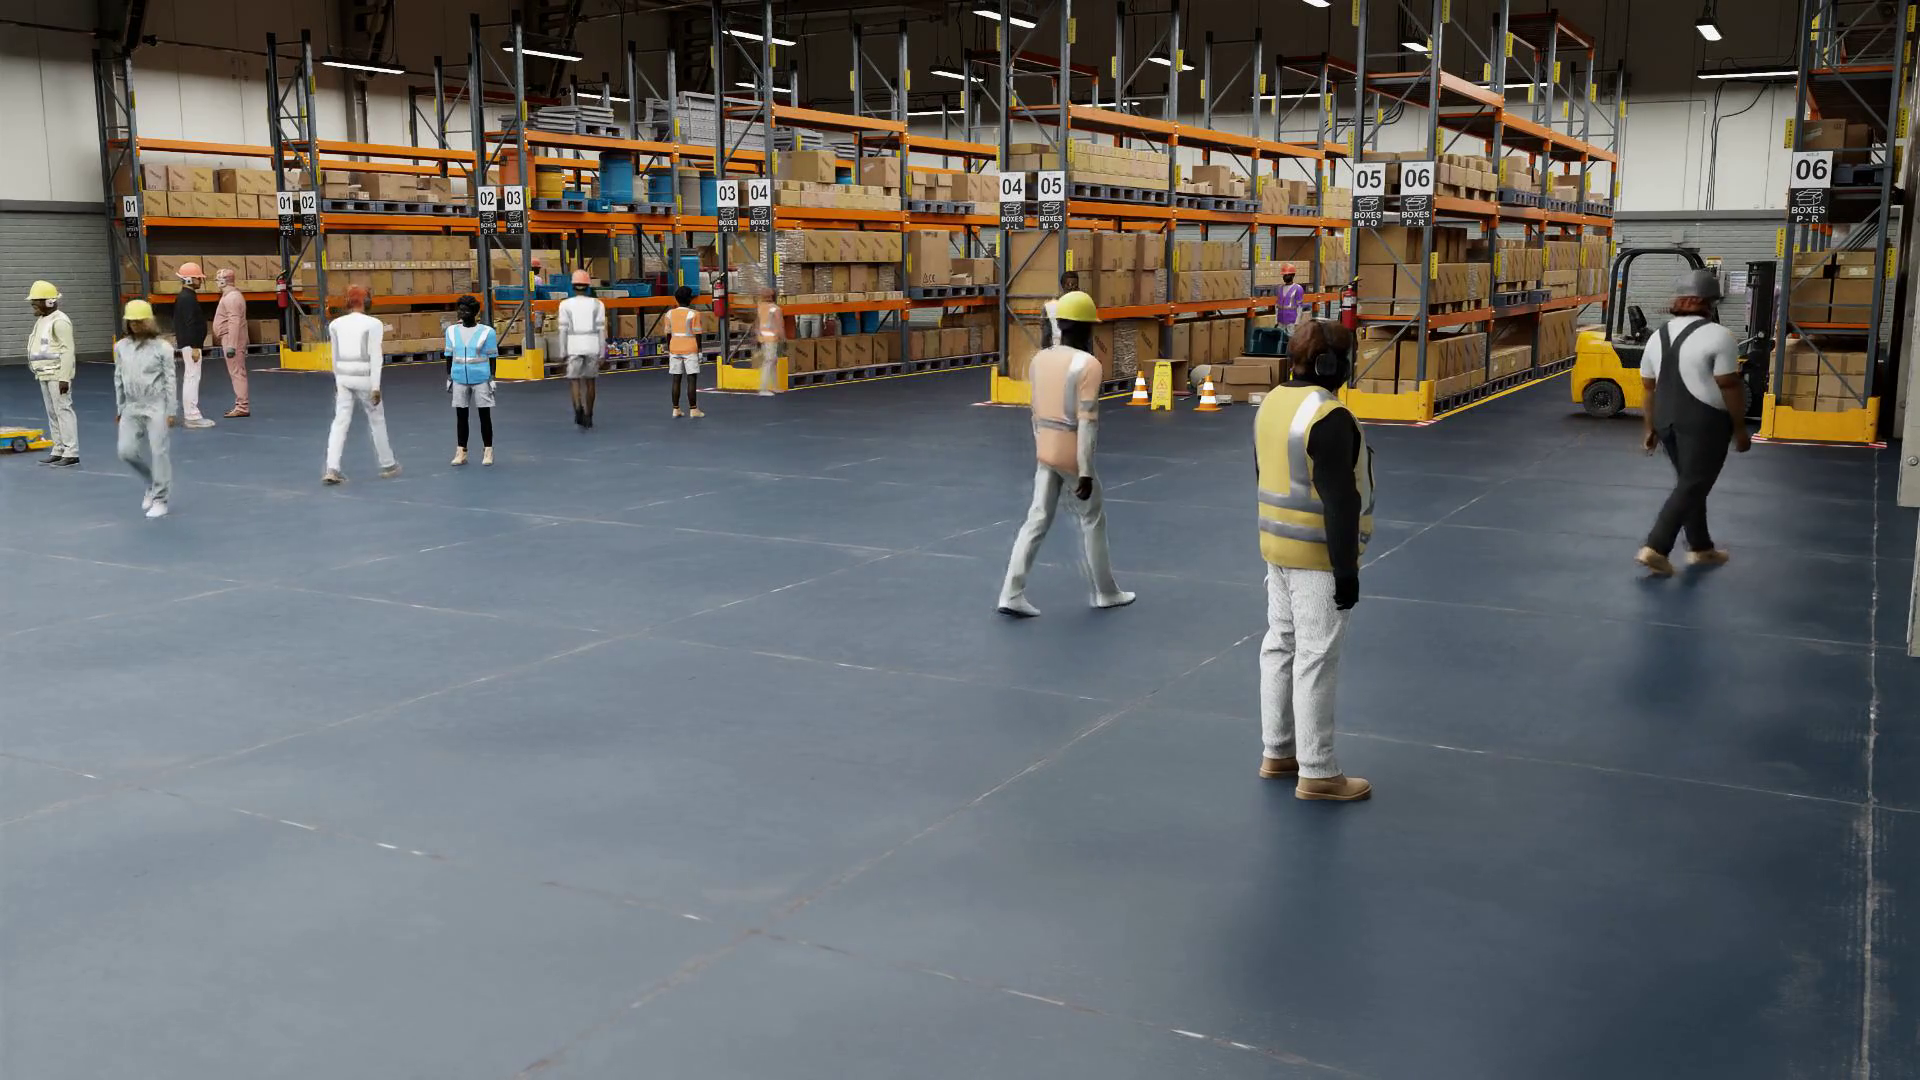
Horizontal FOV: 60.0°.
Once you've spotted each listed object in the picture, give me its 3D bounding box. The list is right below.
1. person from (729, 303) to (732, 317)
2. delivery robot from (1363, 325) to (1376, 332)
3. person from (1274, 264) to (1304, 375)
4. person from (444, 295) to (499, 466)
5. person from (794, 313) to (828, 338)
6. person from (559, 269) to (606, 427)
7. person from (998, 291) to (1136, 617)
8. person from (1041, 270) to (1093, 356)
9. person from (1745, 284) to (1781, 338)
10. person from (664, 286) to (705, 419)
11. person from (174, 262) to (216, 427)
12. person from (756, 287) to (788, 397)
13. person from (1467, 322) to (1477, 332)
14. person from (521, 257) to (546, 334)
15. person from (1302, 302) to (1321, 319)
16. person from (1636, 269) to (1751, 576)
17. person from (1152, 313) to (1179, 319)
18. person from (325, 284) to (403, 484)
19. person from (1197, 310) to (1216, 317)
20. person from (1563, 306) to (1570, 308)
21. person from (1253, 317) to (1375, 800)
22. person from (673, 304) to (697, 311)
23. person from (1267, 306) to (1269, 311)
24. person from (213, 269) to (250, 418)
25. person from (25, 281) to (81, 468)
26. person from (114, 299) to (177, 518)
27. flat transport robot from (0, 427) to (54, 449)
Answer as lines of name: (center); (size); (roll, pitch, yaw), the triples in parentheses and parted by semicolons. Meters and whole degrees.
person: (-6.259, -6.387, 43.968); (0.614, 1.932, 0.953); (8, 12, 38)
delivery robot: (9.304, -4.634, 37.439); (0.707, 0.478, 0.477); (-1, 10, -6)
person: (5.662, -3.798, 28.775); (0.354, 1.939, 0.544); (-9, 13, -41)
person: (-4.835, -1.572, 16.465); (0.531, 1.692, 0.320); (0, 10, 1)
person: (-2.638, -3.919, 29.522); (0.627, 1.933, 0.372); (1, 10, 6)
person: (-4.538, -2.297, 20.041); (0.550, 1.921, 0.569); (-2, 10, -13)
person: (0.598, -0.488, 9.585); (0.979, 1.882, 0.603); (-8, 12, -38)
person: (1.138, -1.877, 17.577); (0.591, 1.922, 0.390); (-3, 10, -19)
person: (13.952, -3.803, 28.873); (0.585, 1.918, 0.387); (5, 11, 26)
person: (-3.517, -2.397, 21.281); (0.540, 1.696, 0.315); (4, 11, 23)
person: (-9.322, -2.368, 20.239); (0.396, 1.992, 0.623); (-5, 11, -28)
person: (-2.729, -2.932, 24.630); (0.683, 1.609, 0.537); (-9, 13, -41)
person: (11.683, -5.306, 37.807); (0.622, 1.879, 0.389); (-5, 11, -25)
person: (-8.372, -4.535, 32.783); (0.605, 2.044, 0.374); (8, 12, 38)
person: (8.054, -5.435, 38.474); (0.546, 1.910, 0.724); (6, 11, 30)
person: (4.792, -0.795, 10.897); (0.956, 2.000, 0.683); (-3, 10, -17)
person: (4.427, -5.004, 35.730); (0.628, 1.980, 0.580); (5, 11, 27)
person: (-5.581, -1.442, 15.359); (0.588, 1.820, 1.066); (2, 10, 12)
person: (4.942, -4.536, 33.372); (0.325, 1.842, 0.516); (-8, 12, -37)
person: (13.370, -5.157, 37.014); (0.599, 1.843, 0.426); (-3, 10, -16)
person: (1.367, 0.070, 6.410); (0.429, 1.845, 0.627); (-3, 10, -16)
person: (-6.063, -5.033, 36.975); (0.517, 1.595, 0.784); (4, 10, 22)
person: (7.110, -5.230, 36.995); (0.619, 2.008, 1.005); (6, 11, 31)
person: (-9.413, -2.534, 21.474); (0.403, 1.904, 0.651); (-3, 10, -19)
person: (-8.916, -1.620, 16.342); (0.602, 1.827, 0.404); (9, 13, 43)
person: (-6.473, -1.041, 13.218); (0.511, 1.728, 0.372); (0, 10, 2)
flat transport robot: (-10.358, -1.029, 17.436); (0.652, 0.197, 1.431); (6, 11, 31)
